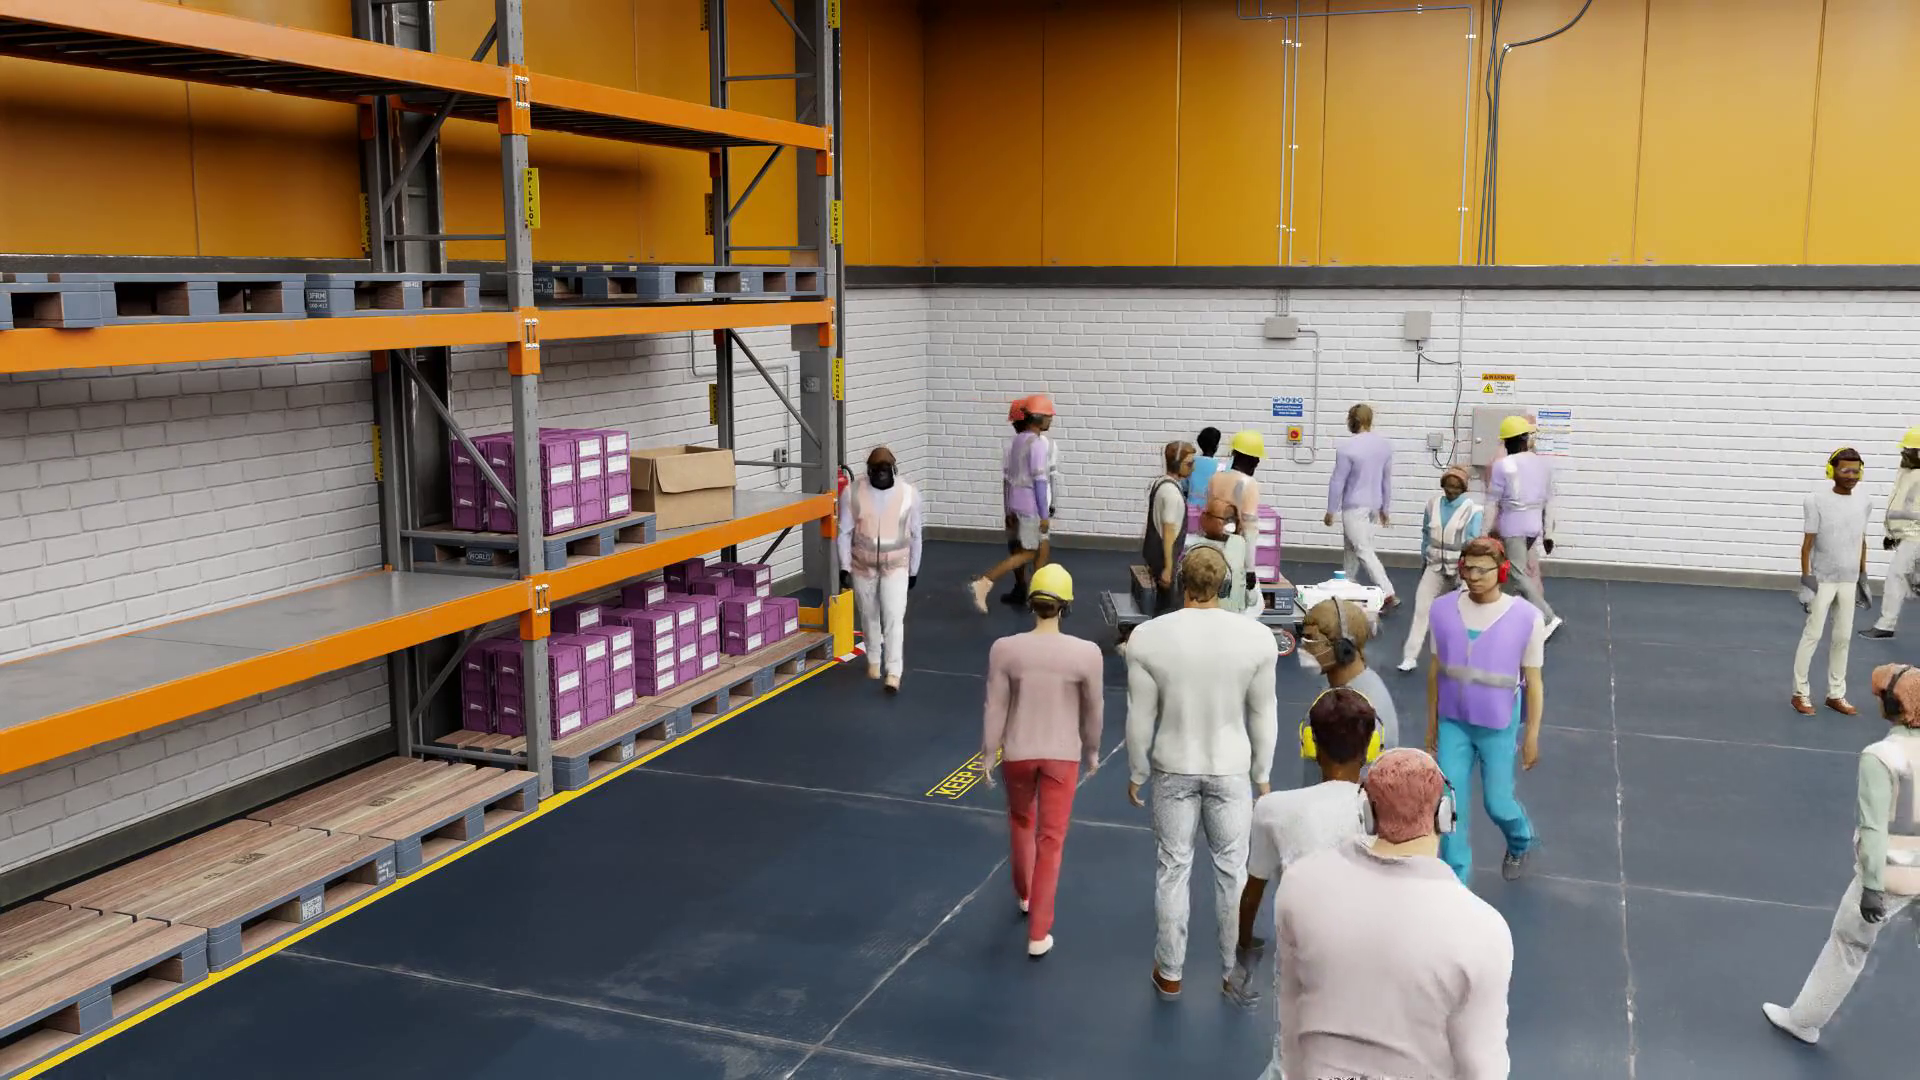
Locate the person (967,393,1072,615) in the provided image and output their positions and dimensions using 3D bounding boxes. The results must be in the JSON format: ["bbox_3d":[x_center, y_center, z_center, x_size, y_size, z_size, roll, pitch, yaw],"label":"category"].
[{"bbox_3d":[0.535,-0.299,14.702,0.898,2.008,0.611,-2,9,-11],"label":"person"}]

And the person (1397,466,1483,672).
[{"bbox_3d":[3.649,0.244,12.534,0.731,1.600,0.525,-9,13,-44],"label":"person"}]

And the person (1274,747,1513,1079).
[{"bbox_3d":[1.020,1.456,4.124,0.662,1.875,0.779,7,12,39],"label":"person"}]

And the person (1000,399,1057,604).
[{"bbox_3d":[0.626,-0.331,15.213,0.630,1.910,0.535,-4,10,-23],"label":"person"}]

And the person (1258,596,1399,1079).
[{"bbox_3d":[1.257,1.141,5.948,0.802,1.914,0.632,2,9,12],"label":"person"}]

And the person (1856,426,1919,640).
[{"bbox_3d":[7.968,-0.049,13.788,0.826,1.803,0.588,1,9,8],"label":"person"}]

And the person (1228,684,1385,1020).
[{"bbox_3d":[1.086,1.334,5.024,0.547,1.813,0.952,1,9,9],"label":"person"}]

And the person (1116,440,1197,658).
[{"bbox_3d":[1.486,0.155,12.422,0.506,1.824,0.550,-1,9,-4],"label":"person"}]

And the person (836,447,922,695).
[{"bbox_3d":[-0.589,0.211,12.203,0.620,1.787,0.998,0,9,0],"label":"person"}]

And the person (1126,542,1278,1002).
[{"bbox_3d":[1.001,0.975,6.939,0.627,1.933,0.374,1,9,8],"label":"person"}]

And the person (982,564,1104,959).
[{"bbox_3d":[0.392,0.970,7.610,0.528,1.728,0.823,2,9,13],"label":"person"}]

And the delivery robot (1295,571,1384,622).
[{"bbox_3d":[3.174,0.504,13.911,0.707,0.478,0.477,1,9,6],"label":"delivery robot"}]

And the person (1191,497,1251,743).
[{"bbox_3d":[1.710,0.529,10.721,0.520,1.613,0.565,-6,11,-33],"label":"person"}]

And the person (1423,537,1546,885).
[{"bbox_3d":[2.515,0.869,7.951,0.571,1.826,0.716,8,12,40],"label":"person"}]

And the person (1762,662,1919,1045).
[{"bbox_3d":[3.538,1.251,6.273,0.543,1.588,0.876,-4,10,-24],"label":"person"}]

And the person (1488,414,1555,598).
[{"bbox_3d":[4.824,-0.206,14.613,1.005,1.852,0.646,7,11,37],"label":"person"}]

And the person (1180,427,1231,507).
[{"bbox_3d":[2.230,-0.209,15.231,0.534,1.660,0.854,5,10,30],"label":"person"}]

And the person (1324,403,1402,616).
[{"bbox_3d":[3.658,-0.286,14.992,0.657,1.898,0.998,-6,11,-35],"label":"person"}]

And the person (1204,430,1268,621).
[{"bbox_3d":[2.008,0.125,12.364,0.491,1.895,0.721,-5,10,-28],"label":"person"}]

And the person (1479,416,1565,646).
[{"bbox_3d":[4.690,-0.084,13.772,0.594,1.880,0.914,-4,10,-26],"label":"person"}]

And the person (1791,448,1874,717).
[{"bbox_3d":[6.059,0.296,11.471,0.571,1.868,0.426,-1,9,-7],"label":"person"}]
